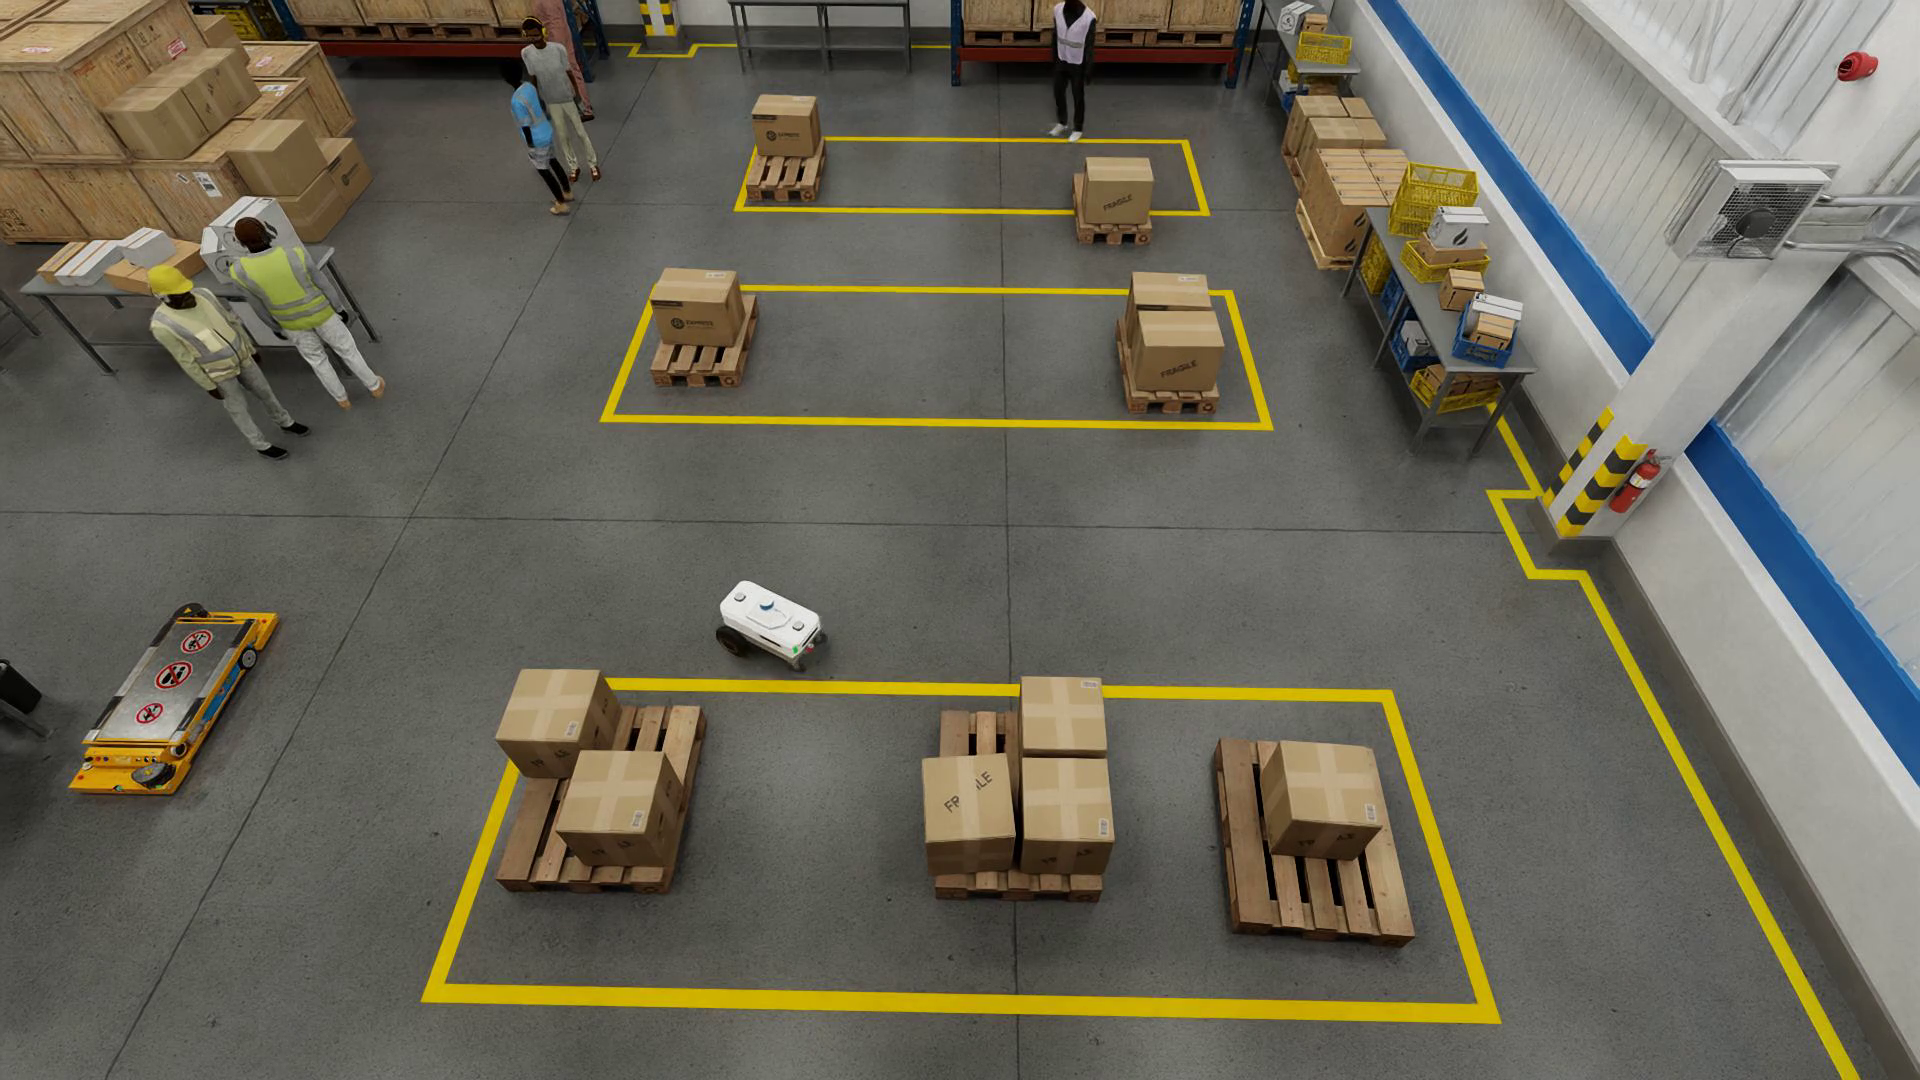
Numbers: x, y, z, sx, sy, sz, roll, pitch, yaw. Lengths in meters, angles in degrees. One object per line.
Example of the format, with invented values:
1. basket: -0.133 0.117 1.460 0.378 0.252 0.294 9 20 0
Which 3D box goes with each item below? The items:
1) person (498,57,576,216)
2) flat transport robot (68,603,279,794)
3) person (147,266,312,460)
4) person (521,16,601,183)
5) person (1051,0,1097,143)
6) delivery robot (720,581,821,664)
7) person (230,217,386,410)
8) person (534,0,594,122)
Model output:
1. person: -4.709 -4.487 10.225 0.322 1.687 0.538 -1 50 -1
2. flat transport robot: -5.504 1.072 6.442 0.652 0.197 1.431 1 50 1
3. person: -6.066 -1.462 7.580 0.403 1.823 0.595 10 51 8
4. person: -4.625 -5.068 10.611 0.518 1.856 0.329 -9 50 -8
5. person: 1.381 -5.863 11.257 0.633 1.896 0.441 29 56 22
6. delivery robot: -1.362 0.577 6.617 0.707 0.478 0.477 23 54 18
7. person: -5.684 -1.944 7.977 0.619 1.837 0.430 -23 54 -18
8. person: -5.111 -6.329 11.642 0.403 1.904 0.652 -13 51 -11
